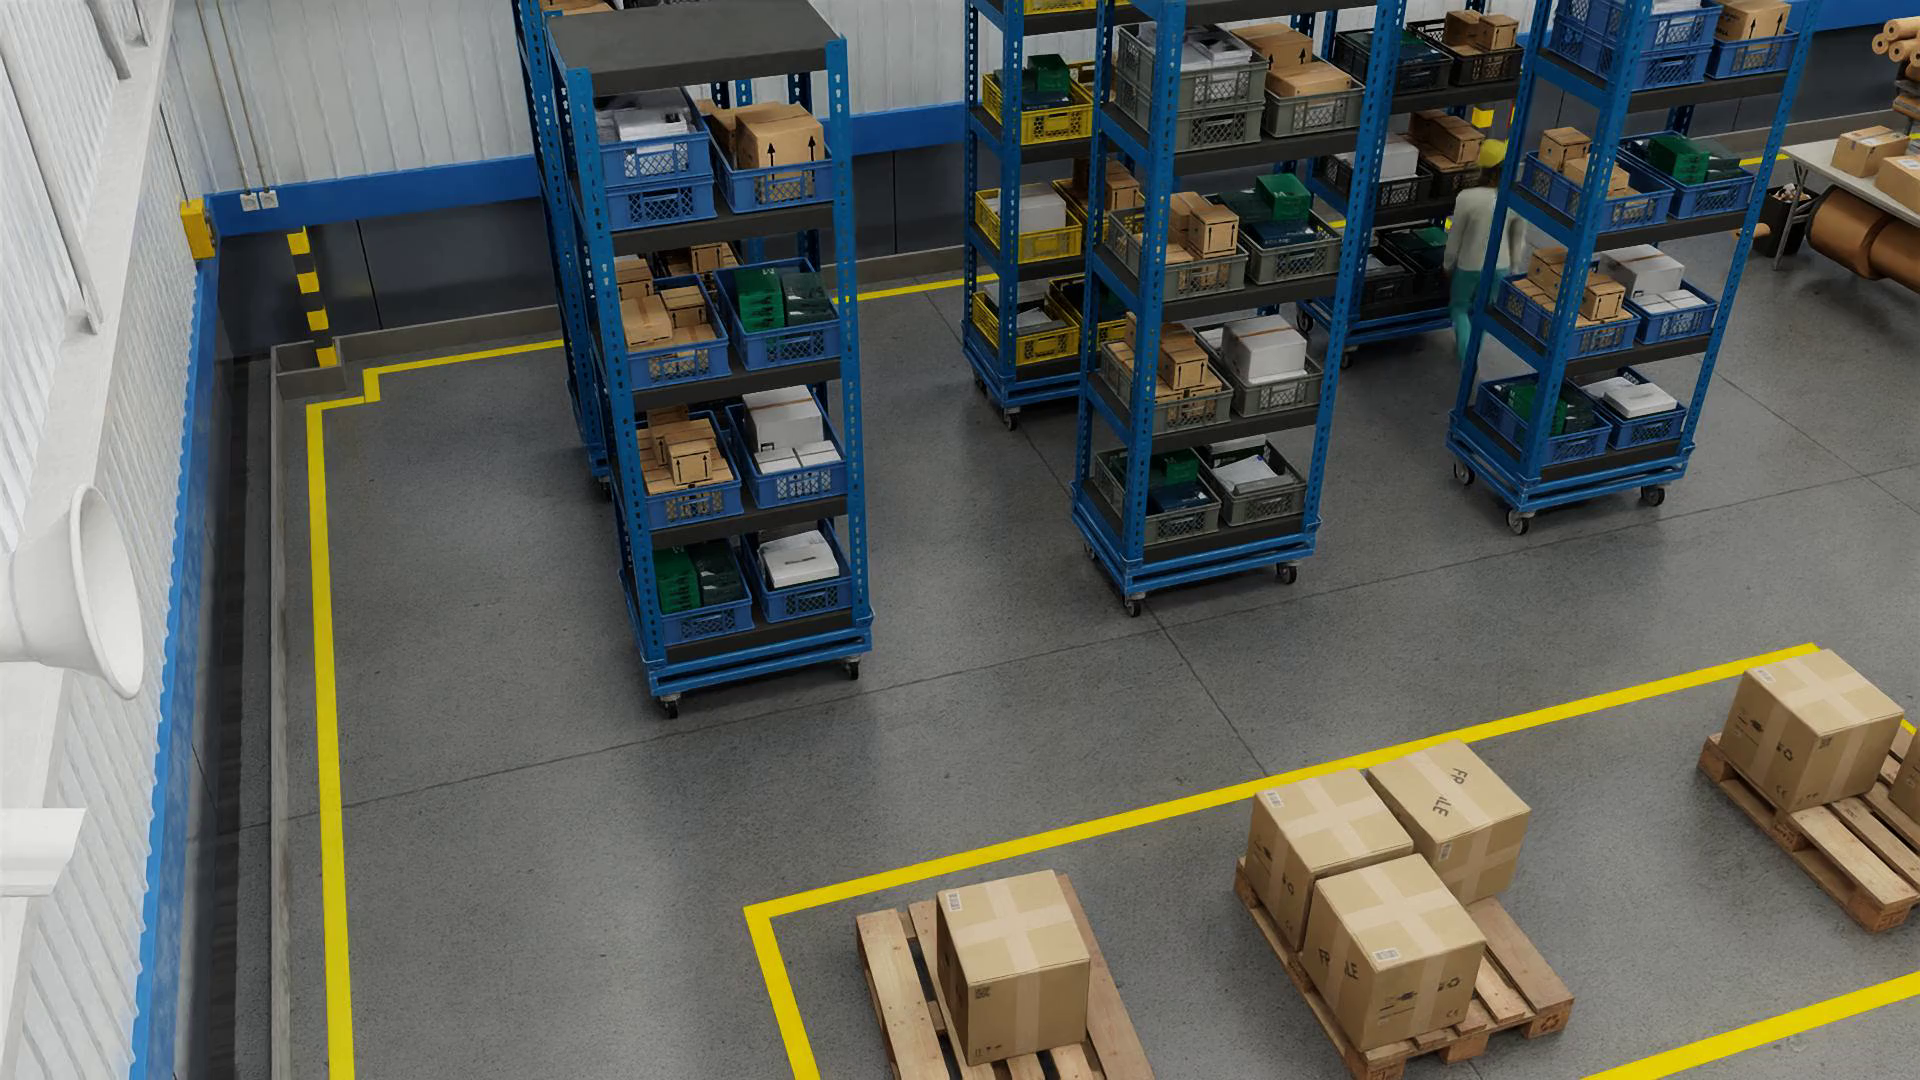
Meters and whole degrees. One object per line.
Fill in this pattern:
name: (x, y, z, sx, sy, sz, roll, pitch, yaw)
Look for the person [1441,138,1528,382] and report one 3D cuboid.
person: (3.613, -1.885, 11.452, 0.530, 1.734, 0.613, -2, 35, -3)
